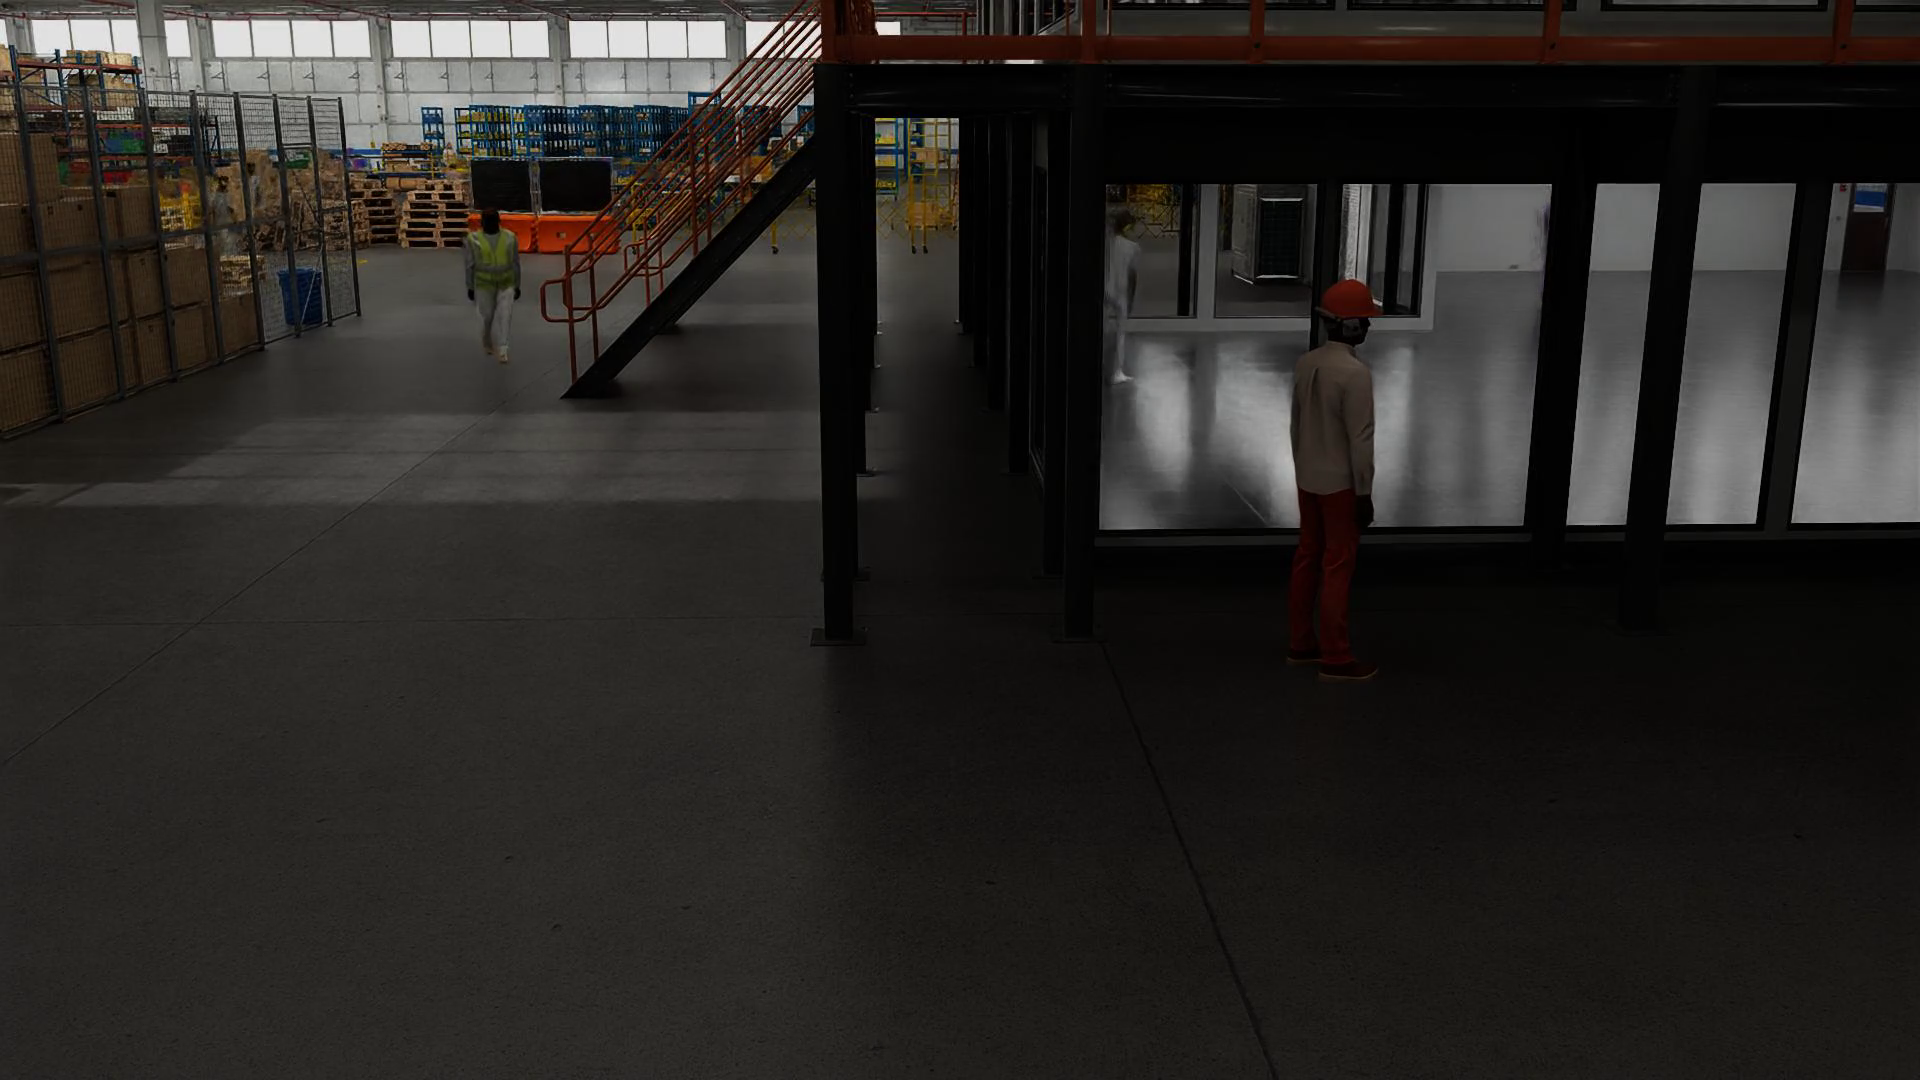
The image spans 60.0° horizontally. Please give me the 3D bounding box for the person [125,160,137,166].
[{"bbox_3d":[-34.897,-15.565,70.072,0.280,1.633,0.502,13,19,42],"label":"person"}]

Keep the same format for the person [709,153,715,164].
[{"bbox_3d":[-11.107,-16.533,73.570,0.612,1.810,0.628,-2,14,-9],"label":"person"}]

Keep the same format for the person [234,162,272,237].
[{"bbox_3d":[-17.284,-8.285,40.594,0.551,1.817,0.961,12,18,39],"label":"person"}]

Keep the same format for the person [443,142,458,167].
[{"bbox_3d":[-24.610,-18.267,80.386,0.645,1.882,0.869,-5,15,-21],"label":"person"}]

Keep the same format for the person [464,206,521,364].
[{"bbox_3d":[-5.431,-2.975,19.379,0.629,1.823,0.552,-5,15,-21],"label":"person"}]

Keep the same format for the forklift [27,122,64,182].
[{"bbox_3d":[-35.376,-14.773,64.377,1.129,2.768,1.873,-1,14,-2],"label":"forklift"}]

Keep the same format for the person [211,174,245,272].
[{"bbox_3d":[-13.279,-5.725,30.323,0.787,1.837,0.536,1,14,3],"label":"person"}]

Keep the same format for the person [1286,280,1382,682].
[{"bbox_3d":[1.871,-0.292,8.295,0.379,1.996,0.611,-5,15,-20],"label":"person"}]

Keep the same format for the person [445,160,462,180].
[{"bbox_3d":[-14.379,-9.910,47.260,0.528,1.737,0.436,-9,17,-32],"label":"person"}]

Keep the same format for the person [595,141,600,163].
[{"bbox_3d":[-18.508,-19.577,85.375,0.381,1.994,0.621,9,17,32],"label":"person"}]
